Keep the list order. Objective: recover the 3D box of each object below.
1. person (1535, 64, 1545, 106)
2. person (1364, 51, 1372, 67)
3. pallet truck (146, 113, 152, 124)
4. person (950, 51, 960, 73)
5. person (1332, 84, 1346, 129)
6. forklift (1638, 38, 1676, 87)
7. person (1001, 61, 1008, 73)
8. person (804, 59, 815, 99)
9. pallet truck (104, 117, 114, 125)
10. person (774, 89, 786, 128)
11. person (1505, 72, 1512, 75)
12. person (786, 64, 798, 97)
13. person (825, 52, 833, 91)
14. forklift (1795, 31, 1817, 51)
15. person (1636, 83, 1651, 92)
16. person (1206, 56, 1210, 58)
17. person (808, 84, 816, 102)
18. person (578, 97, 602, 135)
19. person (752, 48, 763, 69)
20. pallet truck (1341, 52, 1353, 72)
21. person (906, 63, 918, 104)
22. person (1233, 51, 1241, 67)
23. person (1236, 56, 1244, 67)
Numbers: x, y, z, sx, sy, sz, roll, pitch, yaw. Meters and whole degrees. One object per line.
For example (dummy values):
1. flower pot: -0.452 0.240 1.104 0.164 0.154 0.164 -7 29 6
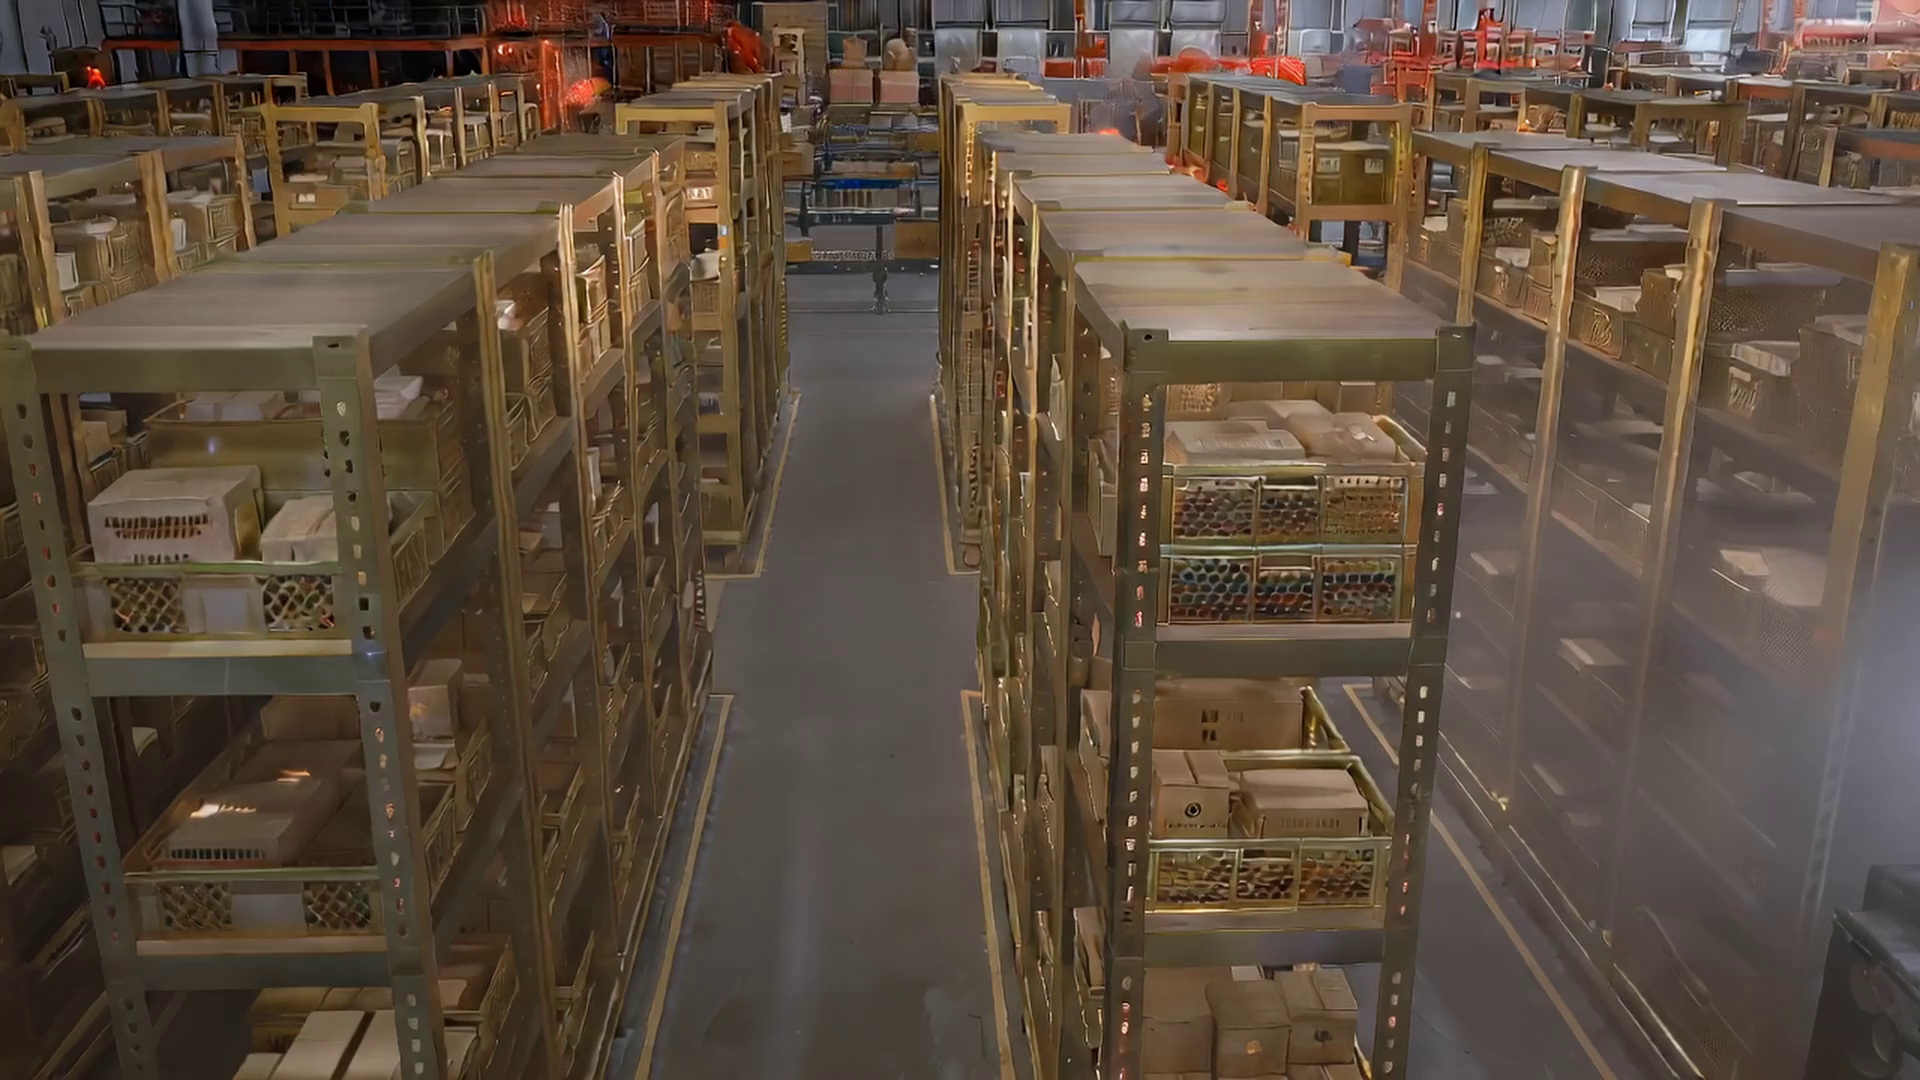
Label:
1. person: 24.096 -18.861 69.269 0.522 1.858 0.320 -10 20 -28
2. person: 21.775 -25.057 88.495 0.564 1.820 0.629 11 21 31
3. pallet truck: -18.087 -8.309 36.390 1.885 1.965 0.823 -1 18 -4
4. person: -0.232 -24.603 86.985 0.627 1.889 1.016 -9 20 -25
5. person: 12.008 -13.449 52.537 0.644 1.857 1.011 2 18 5
6. forklift: 30.789 -20.657 73.187 1.129 2.768 1.873 -1 18 -2
7. person: 1.952 -19.901 72.445 0.986 1.889 0.562 -6 19 -19
8. person: -6.931 -21.281 76.834 0.517 1.818 0.686 -1 18 -2
9. pallet truck: -18.367 -7.885 35.078 1.885 1.965 0.823 1 18 2
10. person: -6.145 -14.360 55.206 1.008 1.935 0.620 4 18 13
11. person: 19.409 -15.601 59.015 0.451 1.954 0.625 12 22 33
12. person: -6.793 -18.207 67.113 0.544 1.939 0.353 -10 20 -28
13. person: -6.683 -23.817 84.523 0.391 1.913 0.593 -11 21 -31
14. forklift: 45.898 -26.250 90.495 1.129 2.768 1.873 -1 18 -2
15. person: 24.932 -16.005 60.796 0.509 1.629 0.314 3 18 8
16. person: 11.040 -20.838 75.092 0.725 2.000 0.548 -2 18 -5
17. person: -4.857 -14.286 55.309 0.601 1.728 0.494 -3 18 -8
18. person: -9.351 -10.144 42.016 0.642 2.026 0.423 4 18 13
19. person: -11.157 -26.139 91.717 0.584 1.911 0.390 -8 19 -23
20. pallet truck: 18.794 -23.123 82.231 0.823 1.965 1.885 -13 22 -35
21. person: -1.961 -19.281 70.555 0.607 1.855 0.785 12 21 32
22. person: 14.277 -24.404 86.385 0.955 1.889 0.582 7 19 19
23. person: 13.532 -22.369 80.163 0.909 1.854 0.611 -6 19 -18
